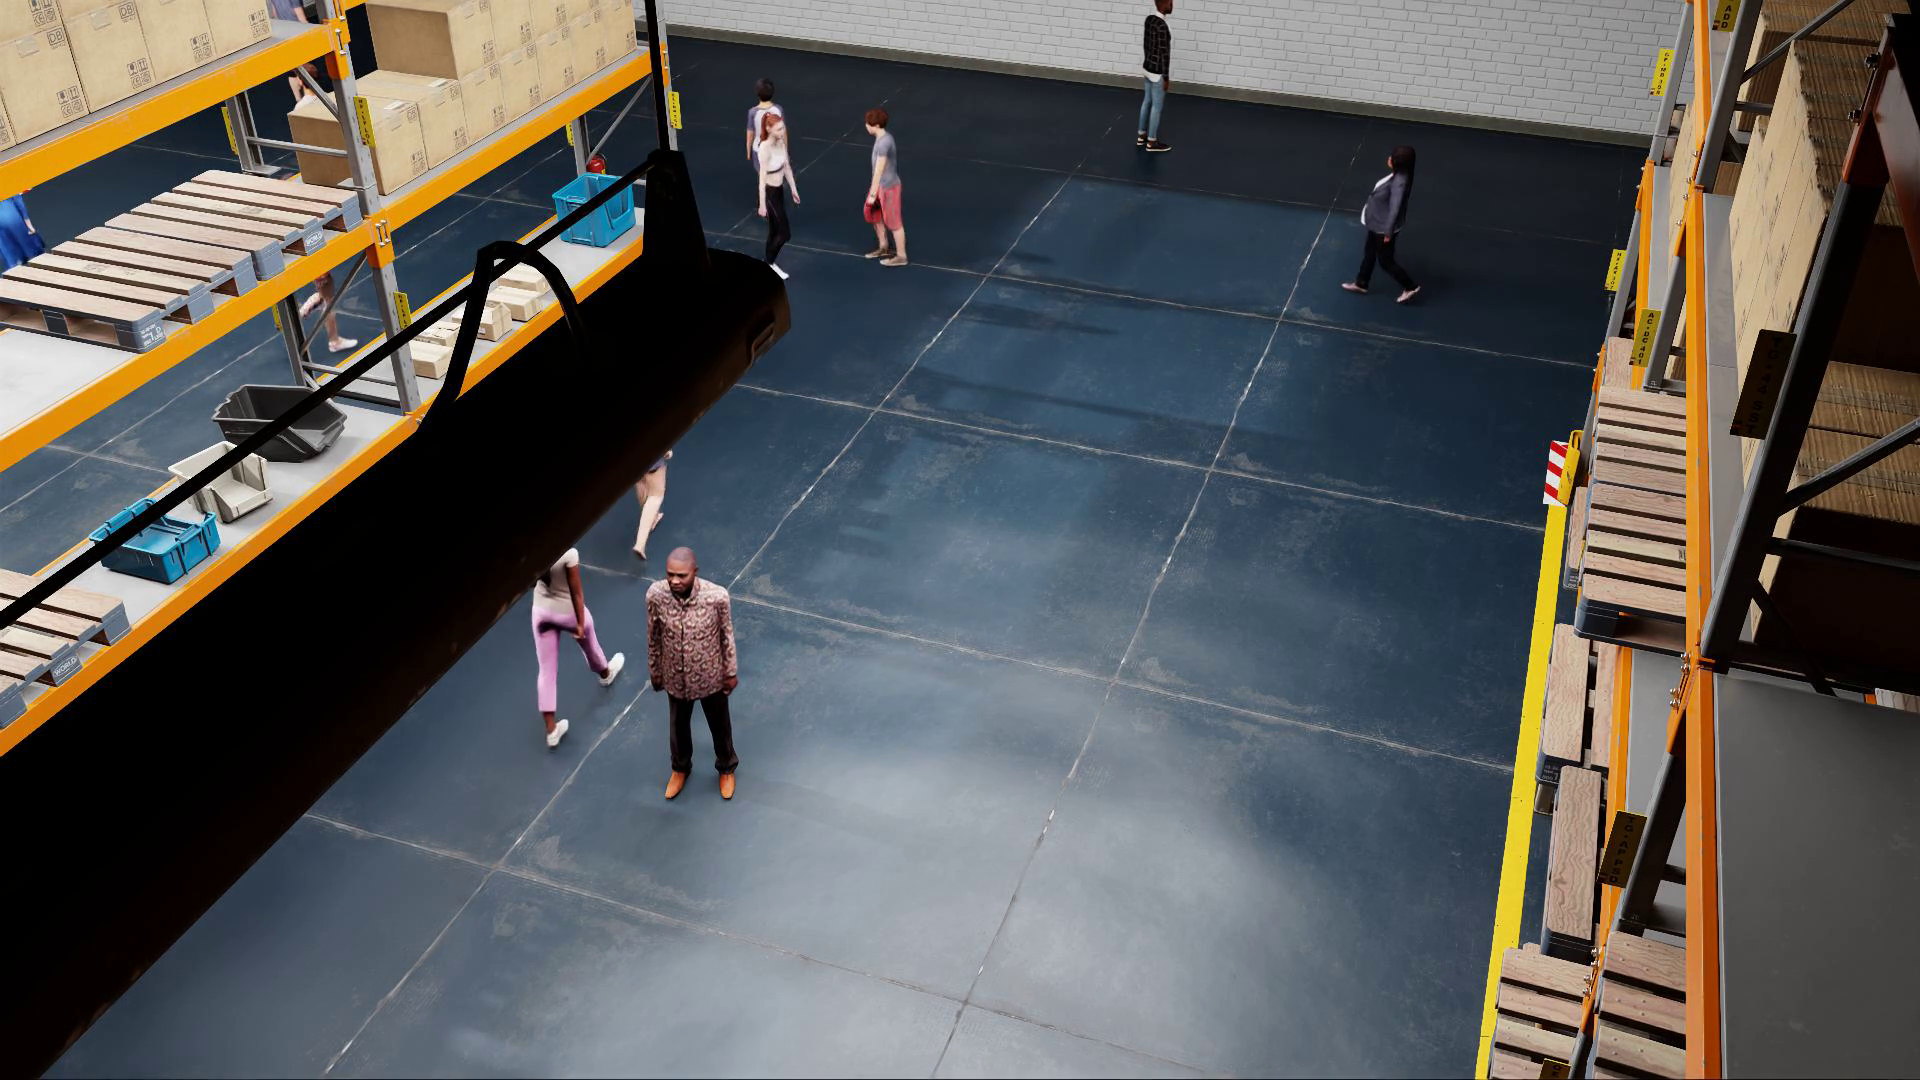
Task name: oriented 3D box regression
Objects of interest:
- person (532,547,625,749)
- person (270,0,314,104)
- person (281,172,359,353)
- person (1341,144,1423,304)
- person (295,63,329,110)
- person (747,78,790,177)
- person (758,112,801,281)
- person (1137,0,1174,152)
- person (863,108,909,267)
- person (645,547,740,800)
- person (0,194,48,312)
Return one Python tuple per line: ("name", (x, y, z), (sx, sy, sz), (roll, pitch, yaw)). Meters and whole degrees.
("person", (-2.594, 0.551, 10.574), (0.663, 1.696, 1.143), (8, 34, 12))
("person", (-8.220, -6.197, 20.558), (0.692, 1.883, 0.627), (17, 37, 24))
("person", (-5.943, -2.480, 15.097), (0.932, 1.738, 0.833), (-20, 38, -27))
("person", (4.204, -3.035, 16.079), (0.753, 1.575, 0.942), (9, 35, 14))
("person", (-6.592, -4.013, 17.258), (0.717, 1.898, 0.506), (14, 36, 20))
("person", (-2.030, -4.114, 17.750), (0.961, 1.522, 1.056), (-12, 36, -18))
("person", (-1.934, -3.395, 16.480), (0.690, 1.731, 0.546), (8, 34, 11))
("person", (2.297, -5.521, 19.597), (0.801, 1.820, 0.719), (-11, 35, -17))
("person", (-0.652, -3.551, 16.808), (0.819, 1.628, 0.747), (-5, 34, -8))
("person", (-1.612, 0.790, 10.114), (0.762, 1.807, 0.705), (1, 34, 2))
("person", (-8.991, -2.886, 15.650), (0.813, 1.801, 0.874), (-3, 34, -5))
